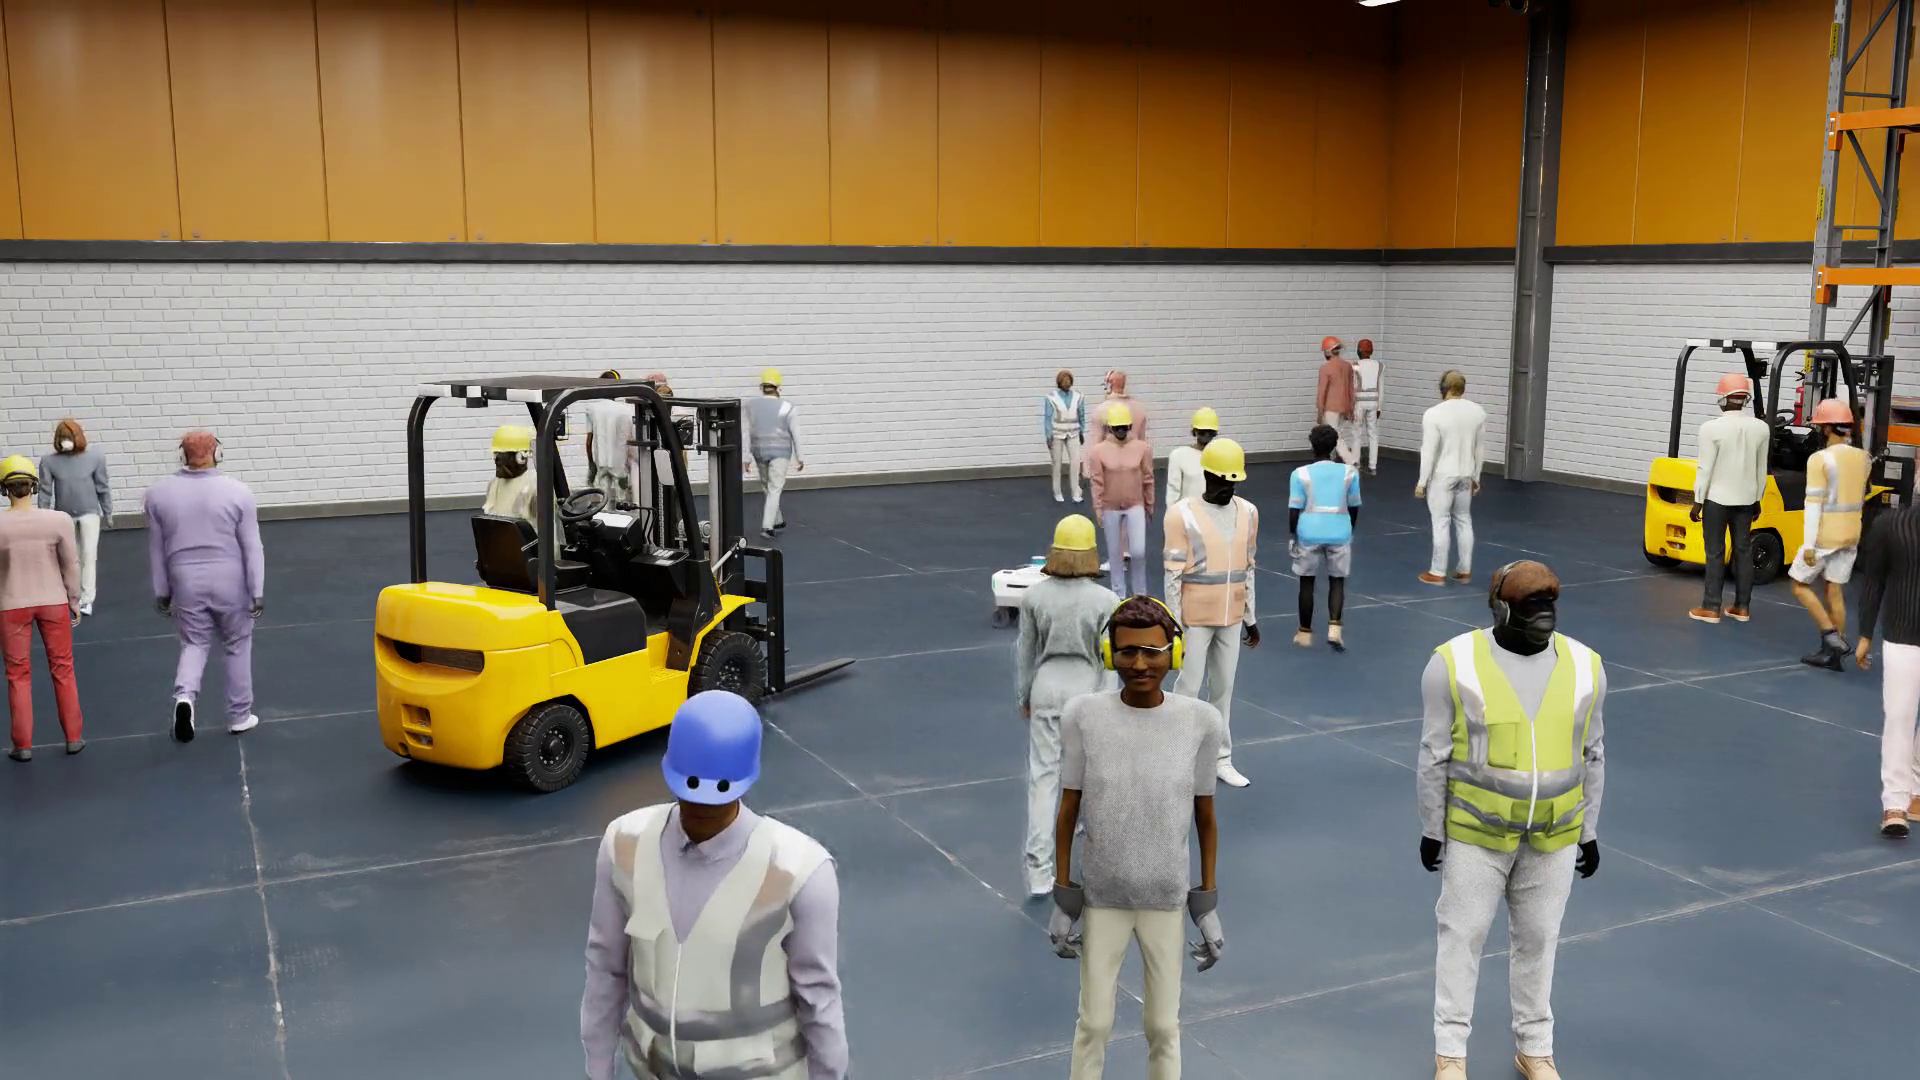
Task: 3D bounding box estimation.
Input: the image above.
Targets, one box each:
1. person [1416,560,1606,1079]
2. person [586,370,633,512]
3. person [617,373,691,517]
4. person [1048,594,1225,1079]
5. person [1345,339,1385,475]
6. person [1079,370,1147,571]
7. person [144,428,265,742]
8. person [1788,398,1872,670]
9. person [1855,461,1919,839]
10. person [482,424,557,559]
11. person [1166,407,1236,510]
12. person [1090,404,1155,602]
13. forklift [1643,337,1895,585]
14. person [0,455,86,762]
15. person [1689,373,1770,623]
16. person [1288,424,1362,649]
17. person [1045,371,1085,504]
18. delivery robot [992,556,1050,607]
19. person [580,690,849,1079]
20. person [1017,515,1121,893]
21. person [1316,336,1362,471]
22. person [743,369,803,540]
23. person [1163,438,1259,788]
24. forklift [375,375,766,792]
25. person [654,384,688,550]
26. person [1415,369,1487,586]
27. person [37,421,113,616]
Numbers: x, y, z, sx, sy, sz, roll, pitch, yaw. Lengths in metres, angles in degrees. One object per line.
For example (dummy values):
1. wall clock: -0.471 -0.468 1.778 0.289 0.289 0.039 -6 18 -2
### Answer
1. person: 1.861 0.978 5.624 0.632 1.846 0.429 0 9 1
2. person: -3.362 -0.665 15.895 0.577 1.888 0.532 3 10 20
3. person: -2.882 -0.641 15.661 0.674 1.854 1.014 -3 10 -16
4. person: 0.524 1.077 4.924 0.521 1.874 0.327 1 9 3
5. person: 5.568 -1.824 22.922 0.568 1.879 0.351 -2 9 -13
6. person: 1.395 -0.643 15.566 0.536 1.891 0.648 9 13 44
7. person: -4.459 0.278 9.855 0.658 1.878 0.676 -1 9 -7
8. person: 6.090 -0.024 11.629 0.547 1.921 0.477 -3 10 -19
9. person: 4.778 0.511 8.171 0.647 1.950 0.962 4 10 25
10. person: -2.861 0.142 10.900 0.598 1.817 0.536 8 12 40
11. person: 1.862 -0.151 12.880 0.538 1.763 0.364 1 9 4
12. person: 1.319 -0.240 13.507 0.534 1.739 0.567 0 9 3
13. forklift: 7.551 -0.789 15.507 2.313 2.155 1.214 -4 10 -25
14. person: -5.321 0.390 9.534 0.522 1.763 0.320 -6 11 -34
15. person: 6.130 -0.334 13.298 0.621 1.992 0.397 -2 9 -10
16. person: 2.691 -0.015 12.316 0.548 1.676 0.375 0 9 0
17. person: 1.285 -1.221 19.988 0.534 1.597 0.783 -2 9 -13
18. delivery robot: 0.618 0.372 13.082 0.707 0.478 0.477 3 10 19
19. person: -0.548 1.231 3.942 0.624 1.896 0.986 4 10 25
20. person: 0.494 0.726 7.640 0.502 1.695 0.895 3 10 17
21. person: 5.068 -1.753 22.244 0.637 1.958 0.913 -7 11 -37
22. person: -1.970 -0.909 17.527 0.611 1.786 0.941 2 9 13
23. person: 1.366 0.404 8.953 0.585 1.919 0.374 -5 10 -27
24. forklift: -2.268 0.149 9.685 1.214 2.155 2.313 6 11 32
25. person: -2.527 -0.409 14.228 0.345 1.846 0.507 6 11 31
26. person: 4.374 -0.551 14.821 0.631 1.939 0.361 -3 10 -20
27. person: -7.269 -0.190 13.664 0.525 1.580 0.879 -3 10 -16
